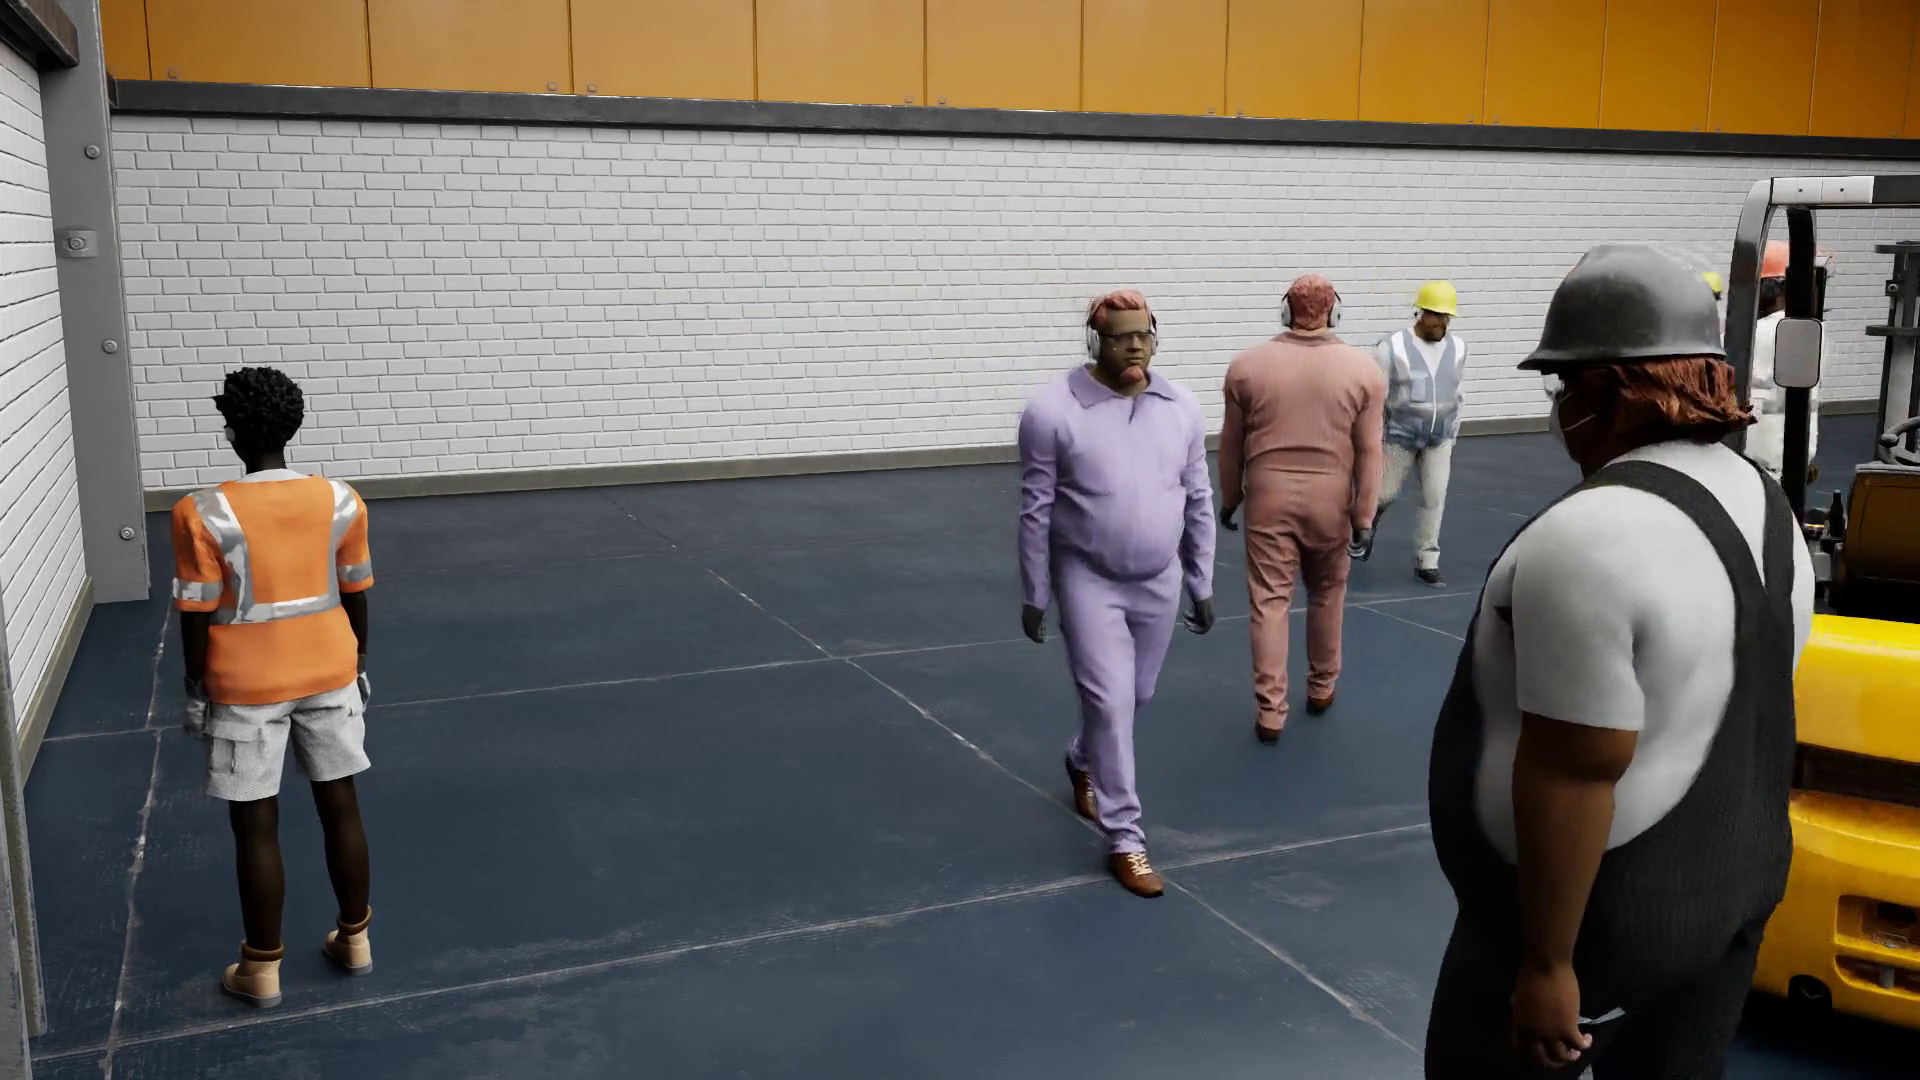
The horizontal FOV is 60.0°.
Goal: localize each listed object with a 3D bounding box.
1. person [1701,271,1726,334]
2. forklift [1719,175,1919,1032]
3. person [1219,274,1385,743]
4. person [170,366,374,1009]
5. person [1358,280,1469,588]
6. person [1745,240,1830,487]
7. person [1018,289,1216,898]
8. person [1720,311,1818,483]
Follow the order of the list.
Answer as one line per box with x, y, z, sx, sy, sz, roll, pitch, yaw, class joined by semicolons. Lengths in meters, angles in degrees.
5.848;-1.230;13.137;0.532;1.768;0.311;9;14;40;person
2.810;0.094;4.662;1.214;2.155;2.313;7;12;34;forklift
1.402;-0.150;6.896;0.663;1.875;0.880;2;11;12;person
-1.811;0.385;4.446;0.318;1.691;0.529;9;14;41;person
2.672;-0.652;9.893;0.615;1.793;0.768;-2;10;-9;person
3.955;-0.405;7.938;0.641;2.027;0.720;-7;13;-35;person
0.500;0.116;5.436;0.655;1.873;0.924;-4;11;-20;person
4.098;-0.487;8.692;0.923;1.898;0.556;-2;10;-11;person
